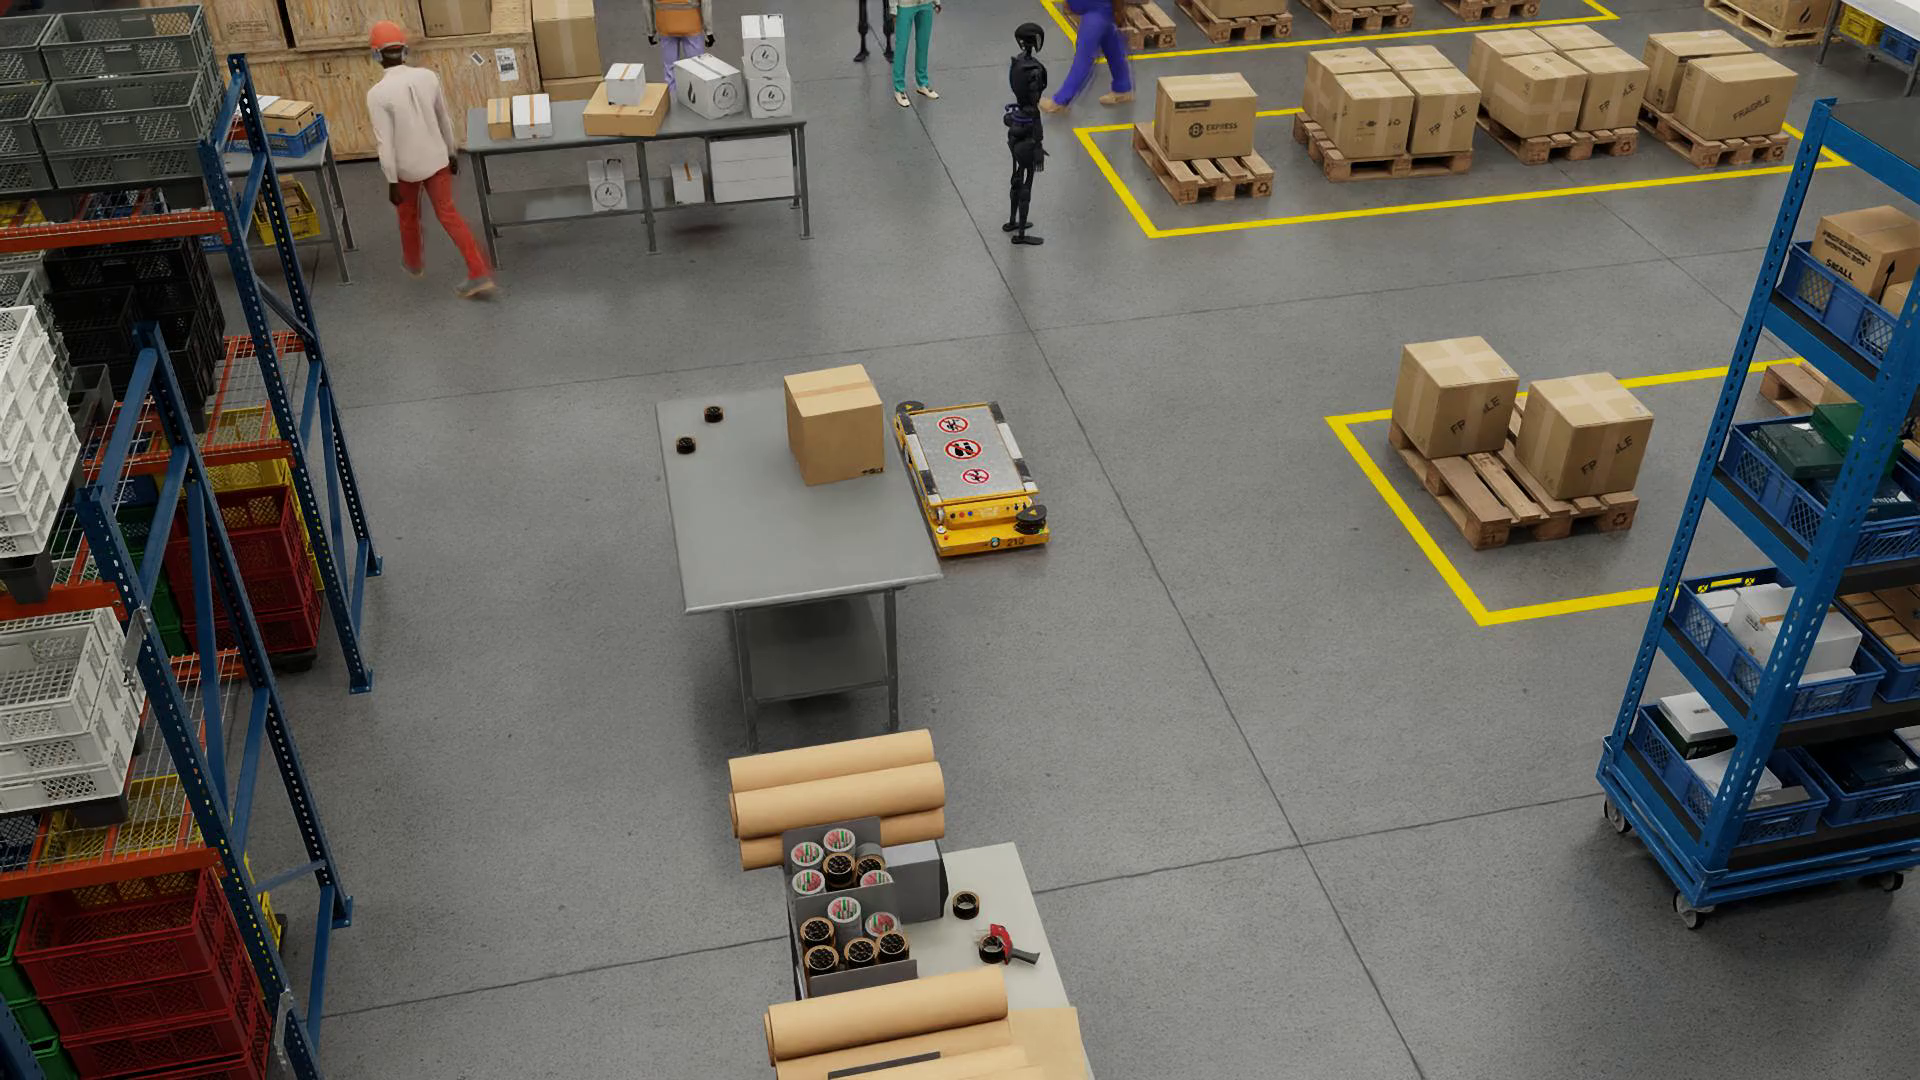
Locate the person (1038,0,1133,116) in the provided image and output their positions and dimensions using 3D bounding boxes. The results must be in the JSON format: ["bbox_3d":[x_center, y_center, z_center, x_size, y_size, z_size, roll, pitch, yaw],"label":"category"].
[{"bbox_3d":[1.118,-4.708,14.399,1.017,2.000,0.691,-8,37,-11],"label":"person"}]

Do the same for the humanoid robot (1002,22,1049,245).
[{"bbox_3d":[0.509,-3.053,12.463,0.326,1.660,0.587,-8,37,-10],"label":"humanoid robot"}]

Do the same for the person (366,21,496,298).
[{"bbox_3d":[-3.794,-2.659,11.745,0.984,1.930,0.676,29,46,33],"label":"person"}]

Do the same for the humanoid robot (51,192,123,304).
[{"bbox_3d":[-5.446,-1.638,10.564,0.327,1.657,0.589,7,37,9],"label":"humanoid robot"}]

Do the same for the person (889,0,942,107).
[{"bbox_3d":[-0.390,-4.720,14.642,0.532,1.767,0.320,-22,42,-27],"label":"person"}]

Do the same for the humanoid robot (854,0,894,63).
[{"bbox_3d":[-0.791,-5.270,15.452,0.594,1.654,0.325,3,37,5],"label":"humanoid robot"}]

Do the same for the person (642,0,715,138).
[{"bbox_3d":[-2.357,-4.318,13.977,0.584,1.918,0.373,1,37,2],"label":"person"}]

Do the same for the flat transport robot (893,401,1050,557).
[{"bbox_3d":[0.046,-0.430,10.108,0.652,0.197,1.431,-8,37,-10],"label":"flat transport robot"}]
